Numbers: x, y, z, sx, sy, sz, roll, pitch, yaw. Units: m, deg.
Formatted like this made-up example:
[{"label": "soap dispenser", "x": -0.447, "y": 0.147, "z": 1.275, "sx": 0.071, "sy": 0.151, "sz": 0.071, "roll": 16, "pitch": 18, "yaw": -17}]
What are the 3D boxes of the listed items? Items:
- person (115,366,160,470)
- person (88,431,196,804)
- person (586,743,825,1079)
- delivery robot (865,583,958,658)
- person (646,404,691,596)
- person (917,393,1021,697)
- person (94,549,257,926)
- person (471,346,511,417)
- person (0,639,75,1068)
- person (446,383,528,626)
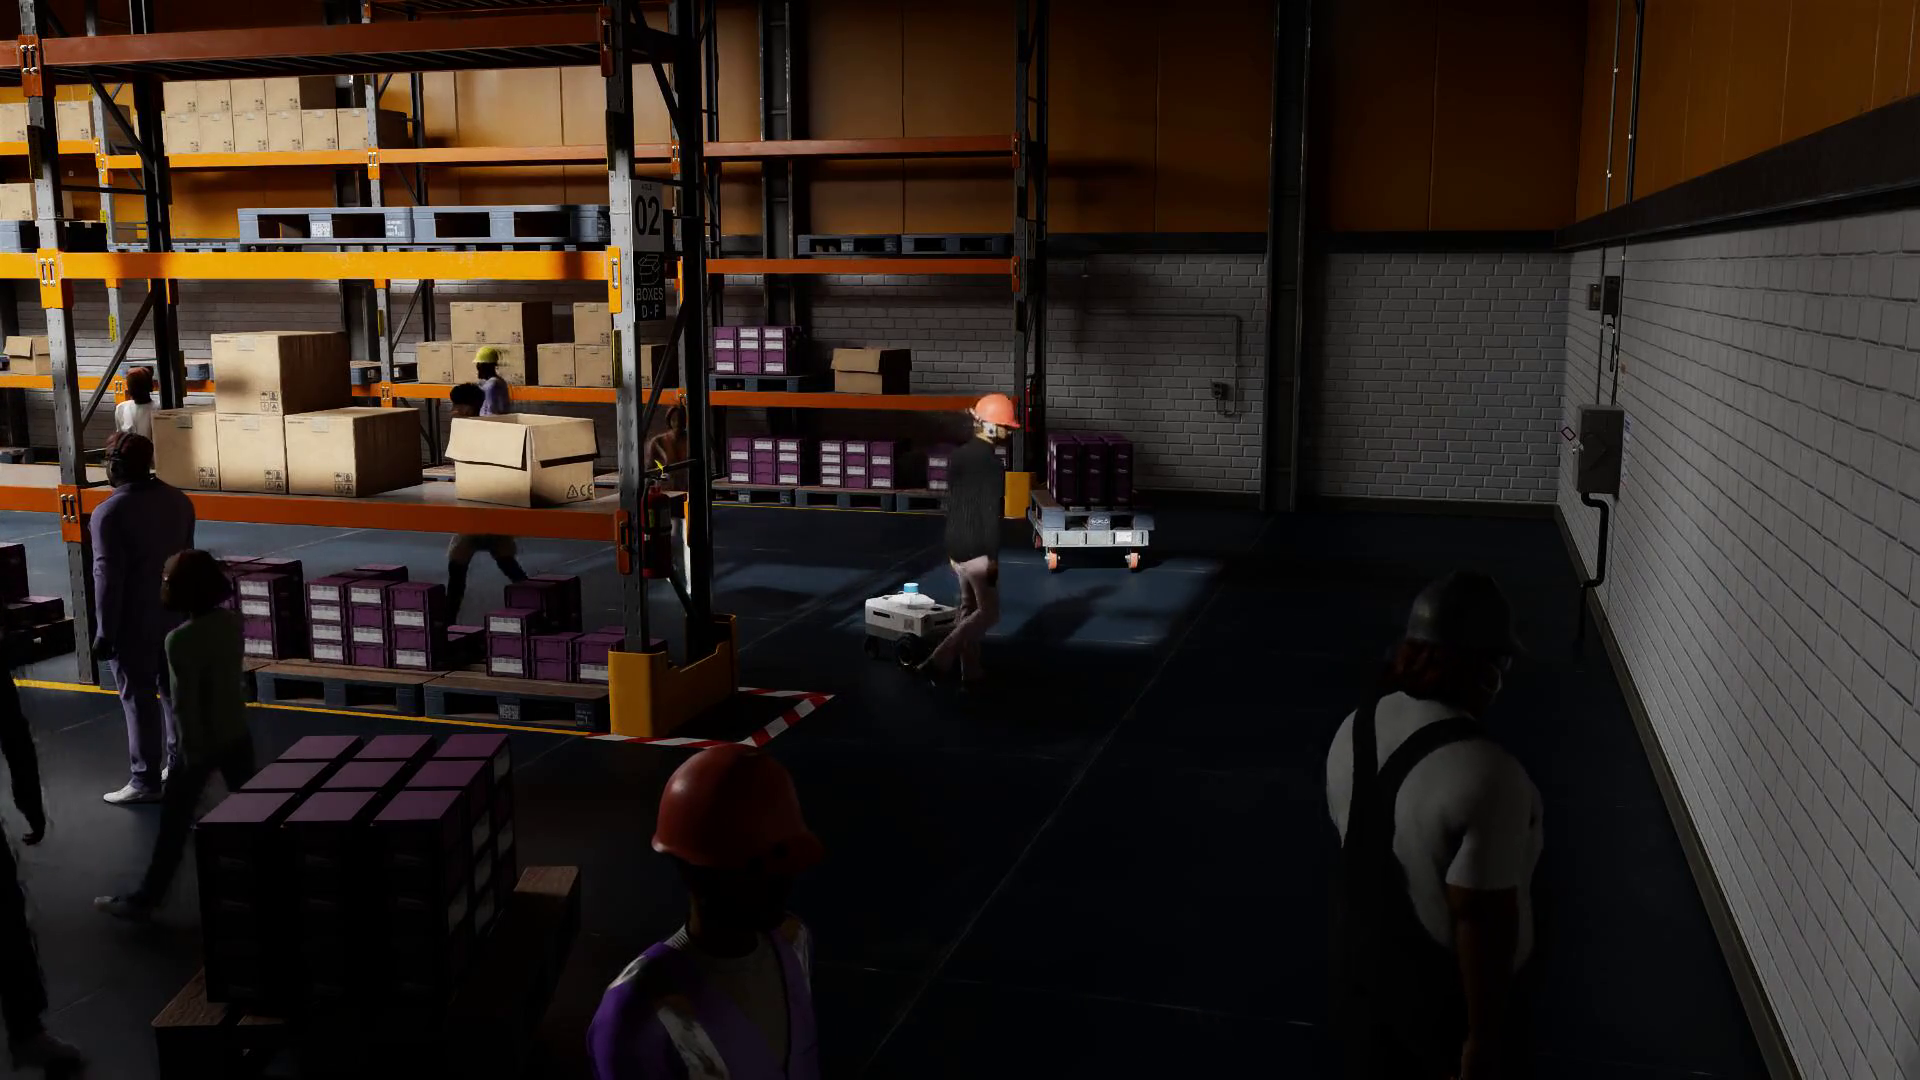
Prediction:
[{"label": "person", "x": -7.103, "y": -0.577, "z": 14.556, "sx": 0.584, "sy": 1.883, "sz": 0.337, "roll": 1, "pitch": 9, "yaw": 7}, {"label": "person", "x": -4.215, "y": 0.395, "z": 8.554, "sx": 0.409, "sy": 1.913, "sz": 0.642, "roll": 2, "pitch": 10, "yaw": 13}, {"label": "person", "x": -0.392, "y": 1.300, "z": 2.953, "sx": 0.354, "sy": 1.939, "sz": 0.544, "roll": 4, "pitch": 10, "yaw": 25}, {"label": "delivery robot", "x": -0.338, "y": 0.541, "z": 11.501, "sx": 0.477, "sy": 0.478, "sz": 0.707, "roll": -8, "pitch": 12, "yaw": -41}, {"label": "person", "x": -2.405, "y": -0.375, "z": 14.194, "sx": 0.536, "sy": 1.597, "sz": 0.860, "roll": -2, "pitch": 10, "yaw": -13}, {"label": "person", "x": 0.061, "y": 0.056, "z": 10.463, "sx": 0.638, "sy": 1.960, "sz": 0.669, "roll": -4, "pitch": 10, "yaw": -22}, {"label": "person", "x": -3.154, "y": 0.828, "z": 6.883, "sx": 0.828, "sy": 1.588, "sz": 0.508, "roll": 2, "pitch": 9, "yaw": 10}, {"label": "person", "x": -4.923, "y": -1.086, "z": 17.554, "sx": 0.493, "sy": 1.913, "sz": 0.586, "roll": 0, "pitch": 9, "yaw": 0}, {"label": "person", "x": -3.373, "y": 0.917, "z": 5.455, "sx": 0.660, "sy": 1.894, "sz": 0.456, "roll": -8, "pitch": 12, "yaw": -40}, {"label": "person", "x": -3.465, "y": -0.184, "z": 12.101, "sx": 1.024, "sy": 1.922, "sz": 0.624, "roll": 3, "pitch": 10, "yaw": 16}]
